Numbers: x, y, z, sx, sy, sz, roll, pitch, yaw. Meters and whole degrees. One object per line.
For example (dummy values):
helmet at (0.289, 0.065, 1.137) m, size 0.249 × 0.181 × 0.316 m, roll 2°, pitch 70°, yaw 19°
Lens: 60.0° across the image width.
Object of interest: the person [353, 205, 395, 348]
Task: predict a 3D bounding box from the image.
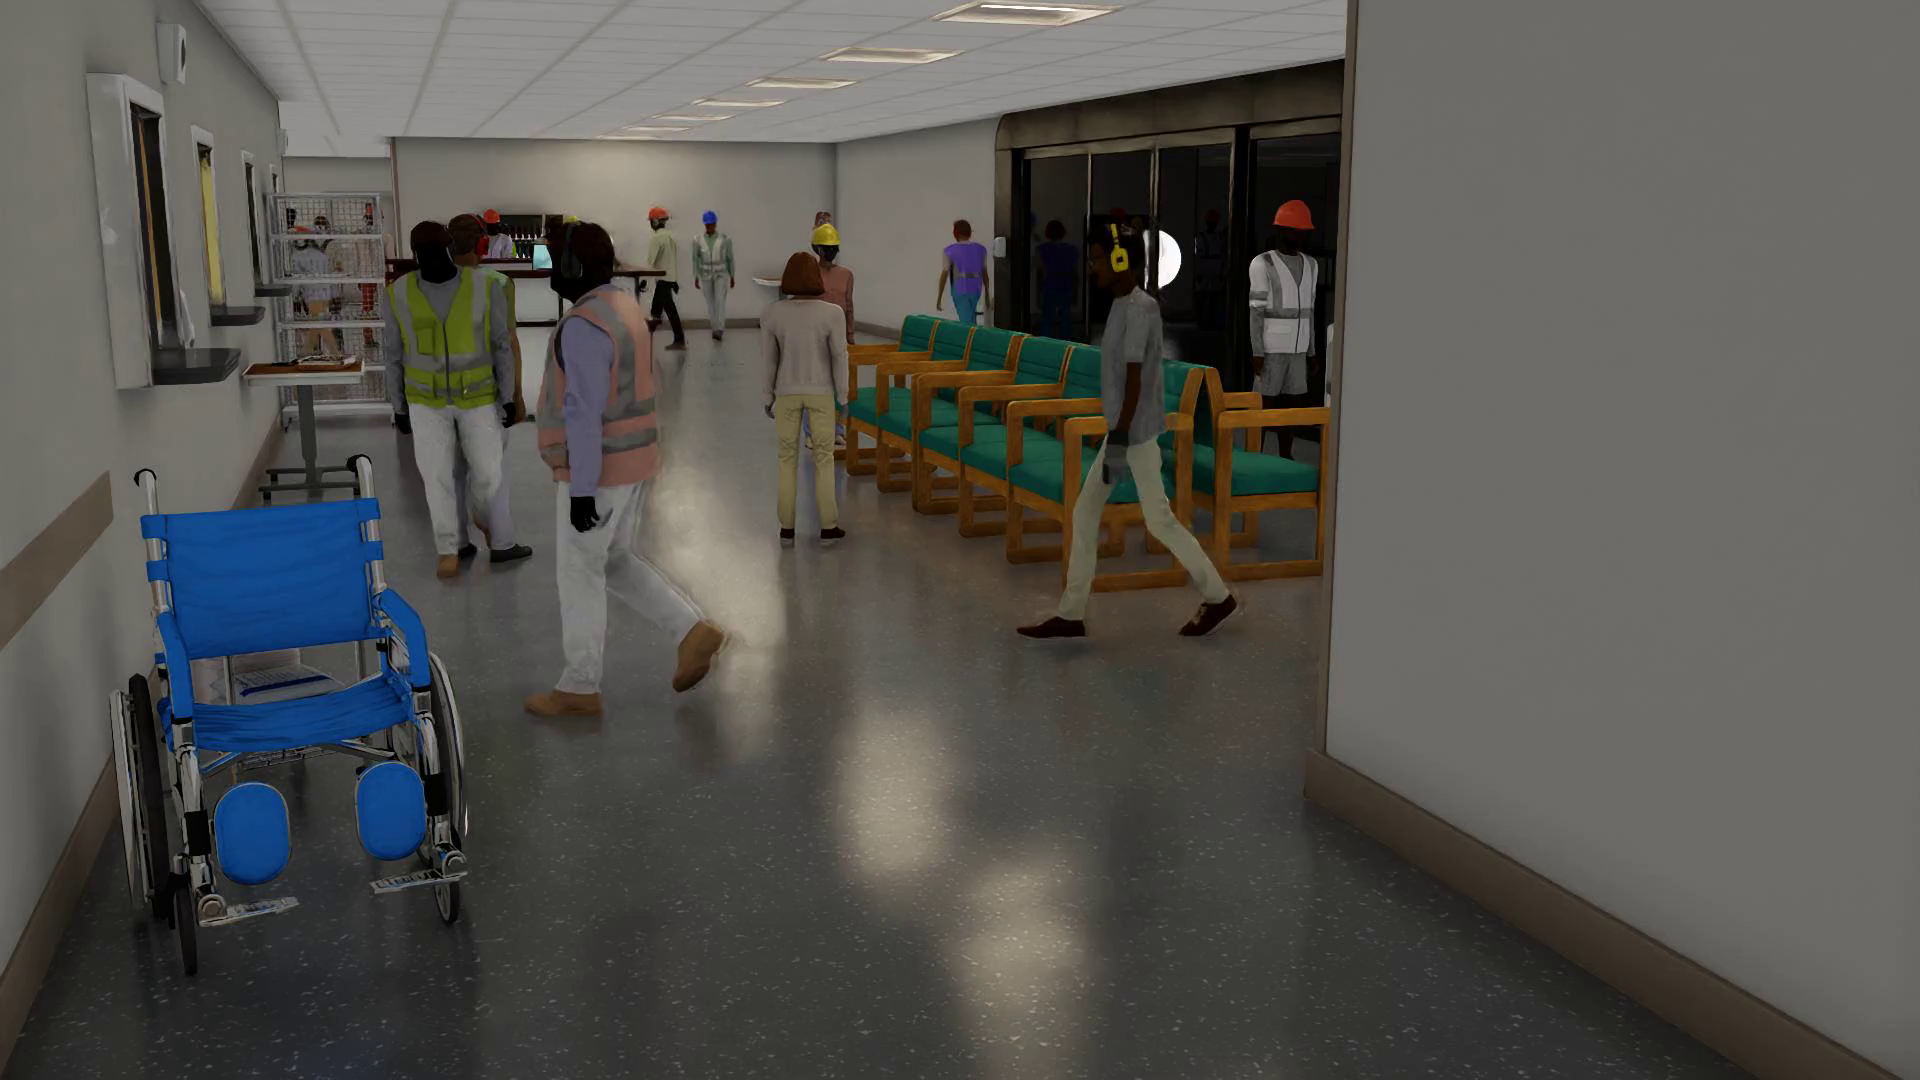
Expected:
person at (-8.142, -3.665, 23.209) m, size 0.608 × 1.987 × 0.402 m, roll 1°, pitch 11°, yaw 7°

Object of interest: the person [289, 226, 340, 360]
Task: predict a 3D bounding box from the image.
person at (-8.014, -3.001, 20.511) m, size 0.863 × 1.691 × 0.558 m, roll 4°, pitch 12°, yaw 19°

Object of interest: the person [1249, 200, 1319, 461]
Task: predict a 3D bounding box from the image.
person at (2.190, -1.299, 11.175) m, size 0.543 × 1.938 × 0.364 m, roll -6°, pitch 13°, yaw -28°

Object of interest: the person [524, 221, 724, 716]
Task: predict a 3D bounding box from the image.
person at (-1.260, -0.249, 6.116) m, size 0.658 × 1.822 × 0.685 m, roll 0°, pitch 11°, yaw 2°

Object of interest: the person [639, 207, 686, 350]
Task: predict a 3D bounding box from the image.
person at (-4.199, -3.575, 22.827) m, size 0.982 × 1.950 × 0.616 m, roll 2°, pitch 11°, yaw 10°

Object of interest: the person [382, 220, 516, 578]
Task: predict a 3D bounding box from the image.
person at (-2.638, -0.741, 8.647) m, size 0.643 × 1.815 × 0.654 m, roll -3°, pitch 11°, yaw -13°

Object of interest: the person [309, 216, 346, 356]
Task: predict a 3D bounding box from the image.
person at (-8.372, -3.342, 21.924) m, size 0.503 × 1.837 × 0.342 m, roll -1°, pitch 11°, yaw -7°

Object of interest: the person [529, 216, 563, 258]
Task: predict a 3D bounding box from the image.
person at (-5.001, -3.082, 20.605) m, size 0.430 × 1.838 × 0.625 m, roll 9°, pitch 14°, yaw 40°

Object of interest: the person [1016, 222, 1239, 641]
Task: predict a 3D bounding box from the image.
person at (0.773, -0.448, 7.147) m, size 0.973 × 1.812 × 0.553 m, roll -2°, pitch 11°, yaw -10°

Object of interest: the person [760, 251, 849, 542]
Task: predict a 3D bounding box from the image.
person at (-0.869, -0.798, 9.382) m, size 0.505 × 1.636 × 0.278 m, roll 1°, pitch 11°, yaw 6°

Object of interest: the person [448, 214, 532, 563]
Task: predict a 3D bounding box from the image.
person at (-2.586, -0.791, 8.809) m, size 0.575 × 1.841 × 0.375 m, roll 2°, pitch 11°, yaw 12°

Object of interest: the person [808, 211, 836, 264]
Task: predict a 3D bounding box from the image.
person at (-2.073, -3.985, 25.053) m, size 0.407 × 1.902 × 0.639 m, roll -2°, pitch 11°, yaw -10°

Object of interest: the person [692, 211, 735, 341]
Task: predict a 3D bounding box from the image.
person at (-3.656, -3.900, 24.628) m, size 0.608 × 1.891 × 0.977 m, roll 0°, pitch 11°, yaw 1°

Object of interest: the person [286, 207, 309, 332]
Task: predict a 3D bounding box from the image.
person at (-10.549, -4.265, 26.338) m, size 0.390 × 1.958 × 0.601 m, roll 3°, pitch 12°, yaw 17°

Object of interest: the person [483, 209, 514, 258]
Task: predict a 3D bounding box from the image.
person at (-6.495, -3.635, 23.198) m, size 0.545 × 1.931 × 0.378 m, roll -1°, pitch 11°, yaw -5°

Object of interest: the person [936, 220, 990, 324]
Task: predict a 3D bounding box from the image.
person at (0.041, -2.912, 19.867) m, size 0.581 × 1.781 × 1.047 m, roll -6°, pitch 12°, yaw -28°

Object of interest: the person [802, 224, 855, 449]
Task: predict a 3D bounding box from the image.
person at (-1.055, -1.606, 13.195) m, size 0.523 × 1.769 × 0.309 m, roll -8°, pitch 13°, yaw -35°
